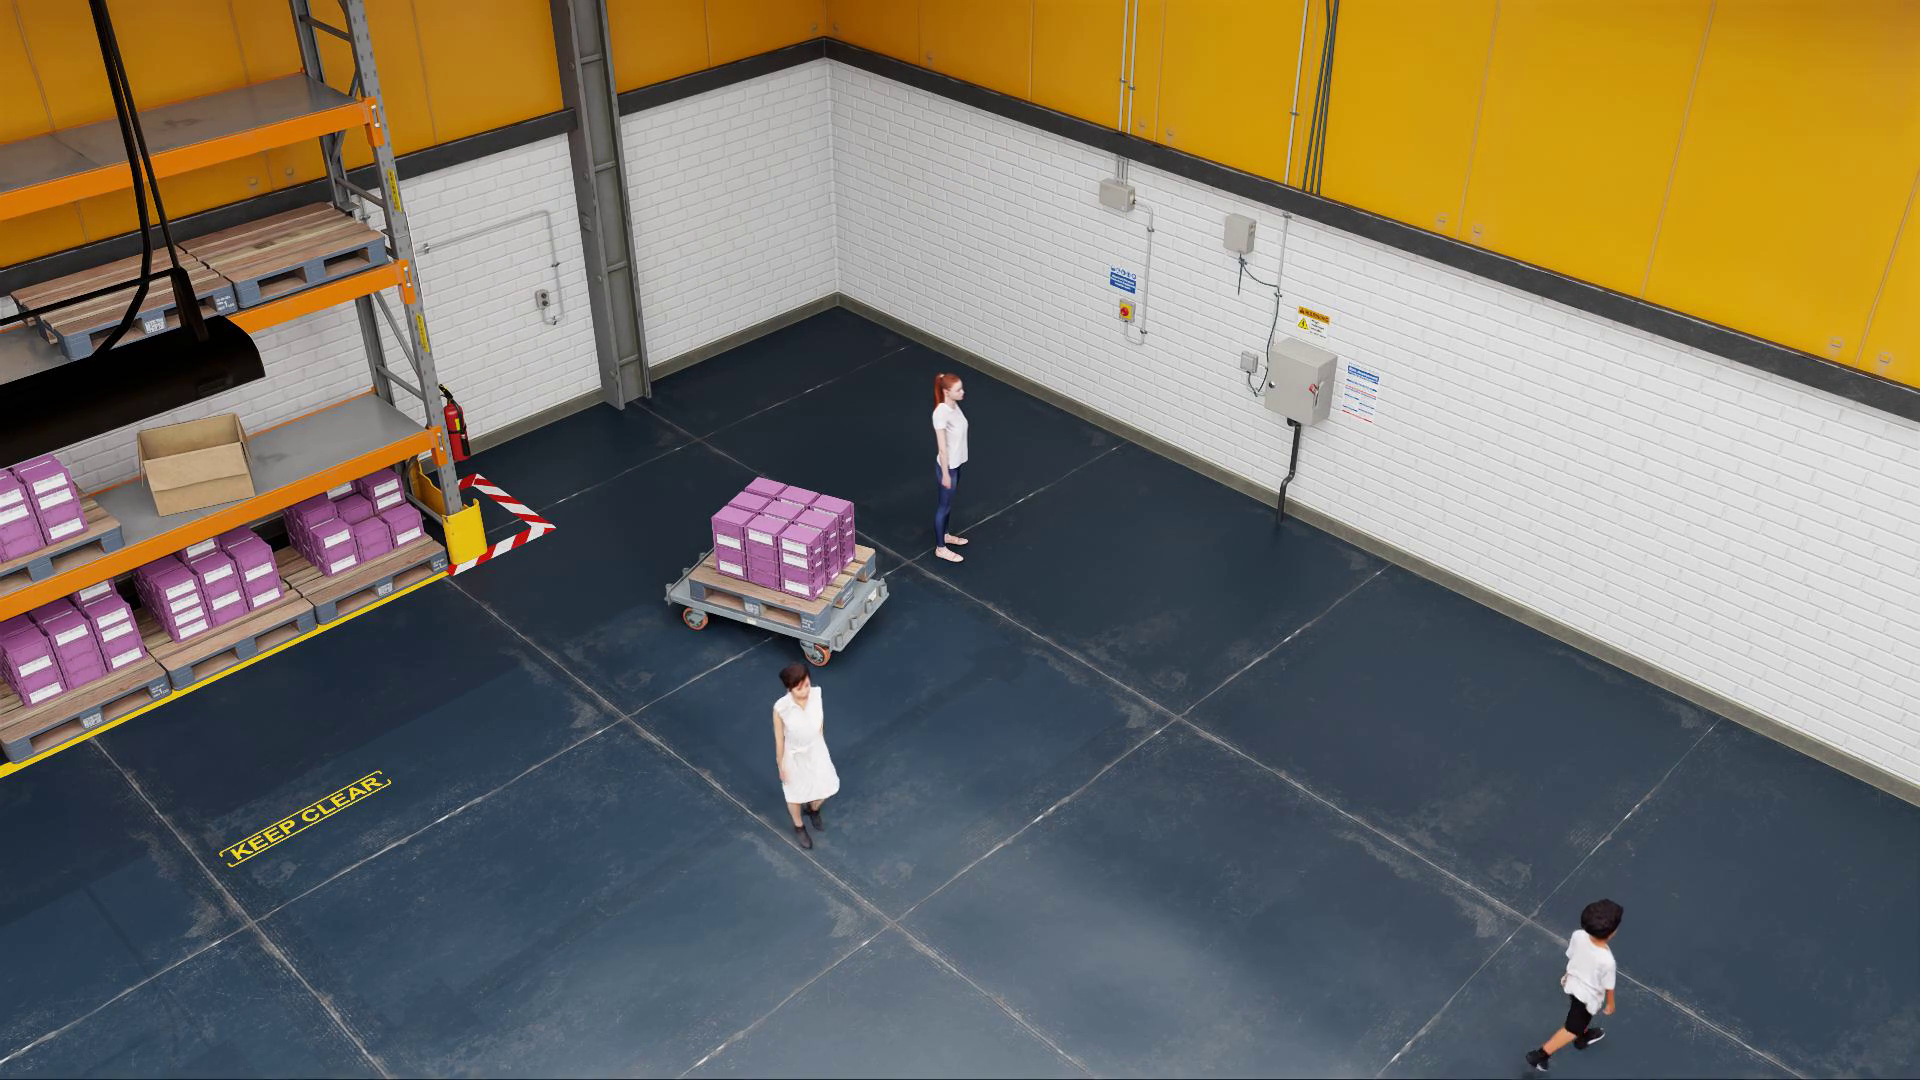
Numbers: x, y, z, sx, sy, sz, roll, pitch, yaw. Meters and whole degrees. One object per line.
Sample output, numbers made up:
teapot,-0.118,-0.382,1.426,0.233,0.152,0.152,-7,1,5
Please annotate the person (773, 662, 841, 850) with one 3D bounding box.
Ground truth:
person,-1.112,1.427,11.280,0.562,1.547,0.694,-22,40,-30

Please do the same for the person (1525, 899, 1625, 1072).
person,3.630,2.635,9.734,0.919,1.245,0.714,-12,35,-17

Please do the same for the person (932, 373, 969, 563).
person,-0.107,-0.645,14.223,0.712,1.739,0.622,7,34,10
